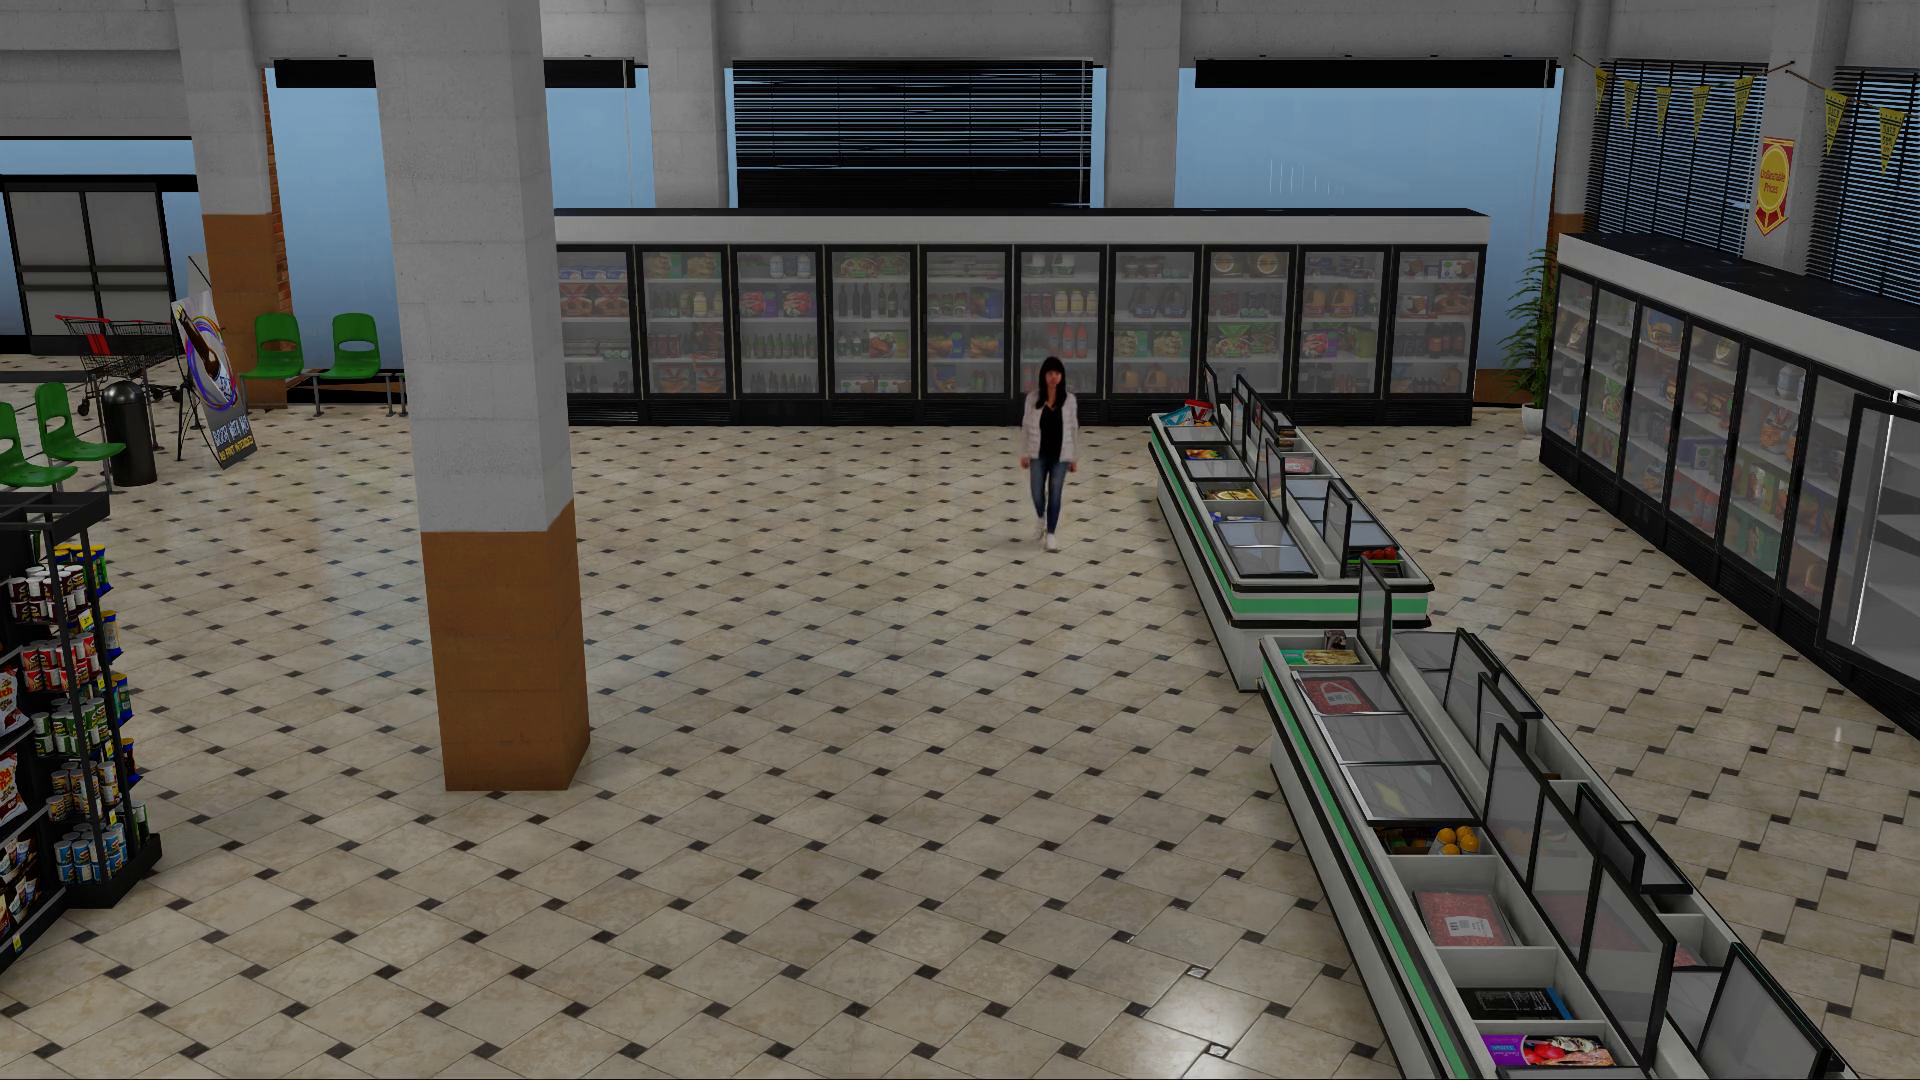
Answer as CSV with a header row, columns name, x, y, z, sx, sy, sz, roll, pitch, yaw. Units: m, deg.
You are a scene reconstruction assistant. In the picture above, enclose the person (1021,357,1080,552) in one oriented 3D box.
name,x,y,z,sx,sy,sz,roll,pitch,yaw
person,0.744,-0.741,13.923,0.632,1.633,0.627,0,17,0
